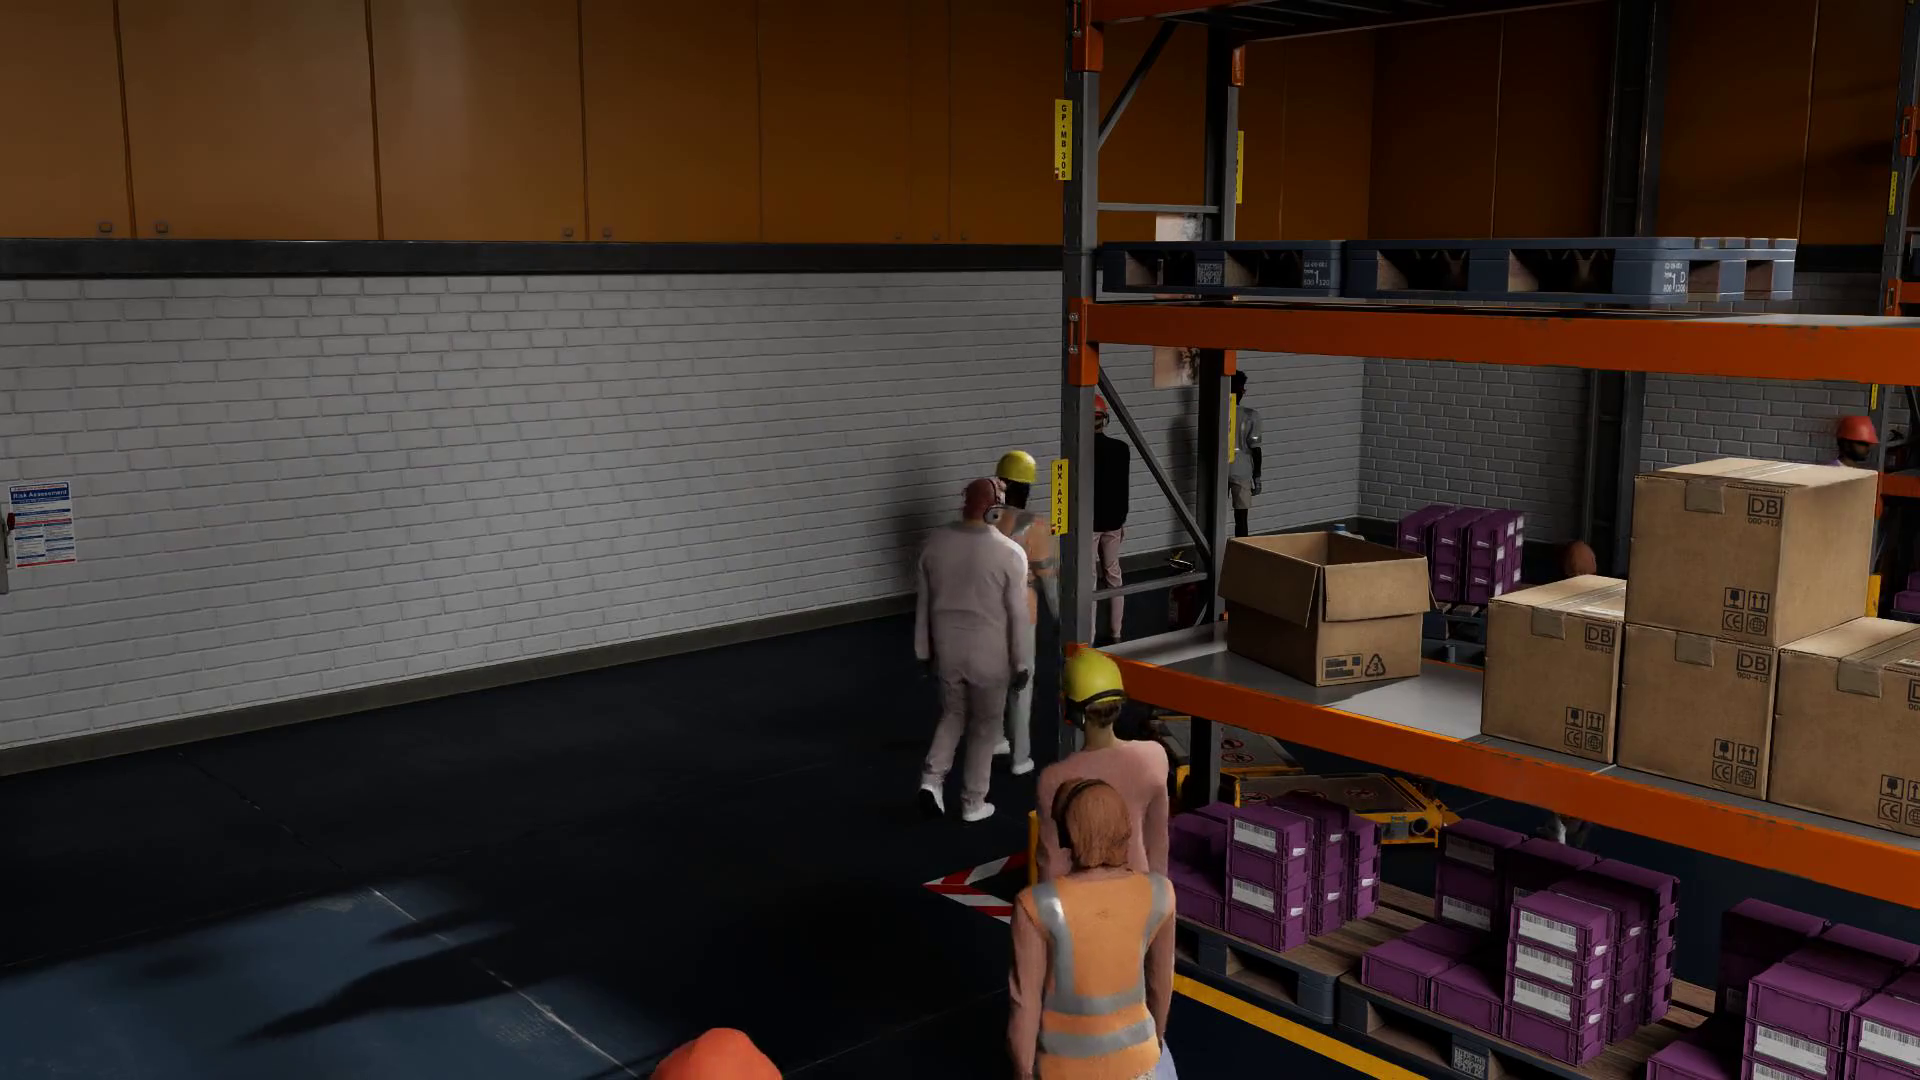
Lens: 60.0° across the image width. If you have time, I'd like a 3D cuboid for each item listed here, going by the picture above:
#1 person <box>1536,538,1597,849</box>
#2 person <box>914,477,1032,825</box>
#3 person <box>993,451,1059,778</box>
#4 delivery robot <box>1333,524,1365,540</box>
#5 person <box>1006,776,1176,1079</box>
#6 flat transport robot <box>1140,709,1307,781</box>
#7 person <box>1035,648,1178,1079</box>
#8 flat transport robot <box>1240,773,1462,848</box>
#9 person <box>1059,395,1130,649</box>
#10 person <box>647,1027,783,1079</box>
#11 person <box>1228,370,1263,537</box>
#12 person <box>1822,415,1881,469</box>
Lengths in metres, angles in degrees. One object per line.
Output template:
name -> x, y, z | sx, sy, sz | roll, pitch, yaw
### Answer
person -> 3.062, 0.808, 8.361 | 0.529, 1.620, 0.543 | -2, 10, -12
person -> 0.061, 0.607, 8.800 | 0.659, 1.881, 0.487 | 5, 11, 25
person -> 0.310, 0.424, 9.794 | 0.469, 1.905, 0.598 | -9, 13, -42
delivery robot -> 3.510, 0.093, 15.402 | 0.477, 0.478, 0.707 | 5, 11, 26
person -> 0.346, 1.440, 4.719 | 0.547, 1.592, 0.842 | -3, 10, -18
flat transport robot -> 1.513, 1.256, 9.700 | 0.652, 0.197, 1.431 | -1, 10, -6
person -> 0.502, 1.232, 5.523 | 0.532, 1.746, 0.645 | -4, 11, -23
flat transport robot -> 1.886, 1.424, 8.713 | 1.431, 0.197, 0.652 | -1, 10, -6
person -> 1.024, -0.121, 12.739 | 0.610, 1.989, 0.391 | -6, 11, -31
person -> -0.417, 1.677, 2.569 | 0.558, 1.879, 1.032 | -1, 10, -4
person -> 2.582, -0.636, 15.829 | 0.614, 1.961, 0.361 | 5, 11, 26
person -> 6.257, 0.053, 11.931 | 0.561, 1.921, 0.542 | -7, 12, -37
